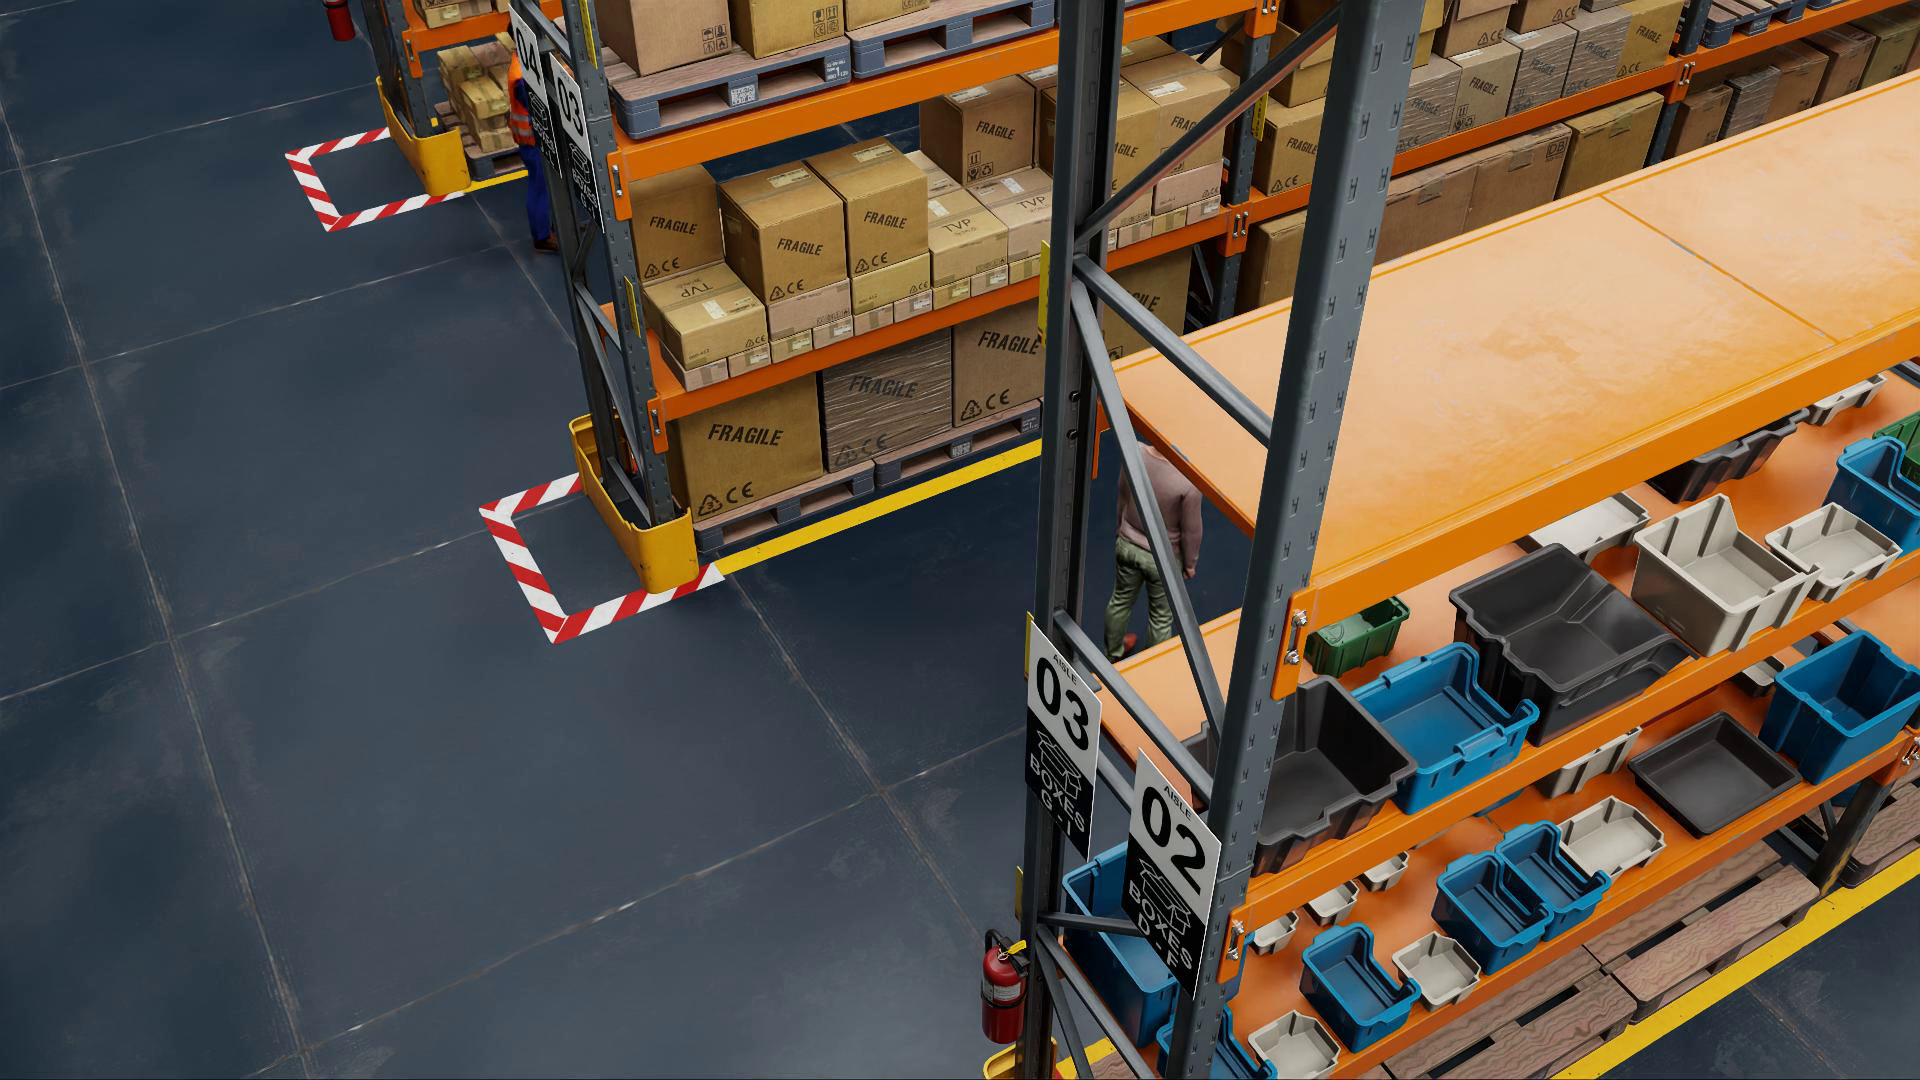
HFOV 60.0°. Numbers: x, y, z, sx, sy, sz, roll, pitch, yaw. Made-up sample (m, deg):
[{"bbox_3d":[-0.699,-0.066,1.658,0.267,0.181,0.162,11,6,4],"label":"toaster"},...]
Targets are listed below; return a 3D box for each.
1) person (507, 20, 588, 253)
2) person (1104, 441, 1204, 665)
[{"bbox_3d":[-3.072,-2.856,11.815,0.853,1.850,0.820,-1,43,-1],"label":"person"},{"bbox_3d":[0.997,0.051,8.686,0.749,1.871,0.733,27,50,26],"label":"person"}]
